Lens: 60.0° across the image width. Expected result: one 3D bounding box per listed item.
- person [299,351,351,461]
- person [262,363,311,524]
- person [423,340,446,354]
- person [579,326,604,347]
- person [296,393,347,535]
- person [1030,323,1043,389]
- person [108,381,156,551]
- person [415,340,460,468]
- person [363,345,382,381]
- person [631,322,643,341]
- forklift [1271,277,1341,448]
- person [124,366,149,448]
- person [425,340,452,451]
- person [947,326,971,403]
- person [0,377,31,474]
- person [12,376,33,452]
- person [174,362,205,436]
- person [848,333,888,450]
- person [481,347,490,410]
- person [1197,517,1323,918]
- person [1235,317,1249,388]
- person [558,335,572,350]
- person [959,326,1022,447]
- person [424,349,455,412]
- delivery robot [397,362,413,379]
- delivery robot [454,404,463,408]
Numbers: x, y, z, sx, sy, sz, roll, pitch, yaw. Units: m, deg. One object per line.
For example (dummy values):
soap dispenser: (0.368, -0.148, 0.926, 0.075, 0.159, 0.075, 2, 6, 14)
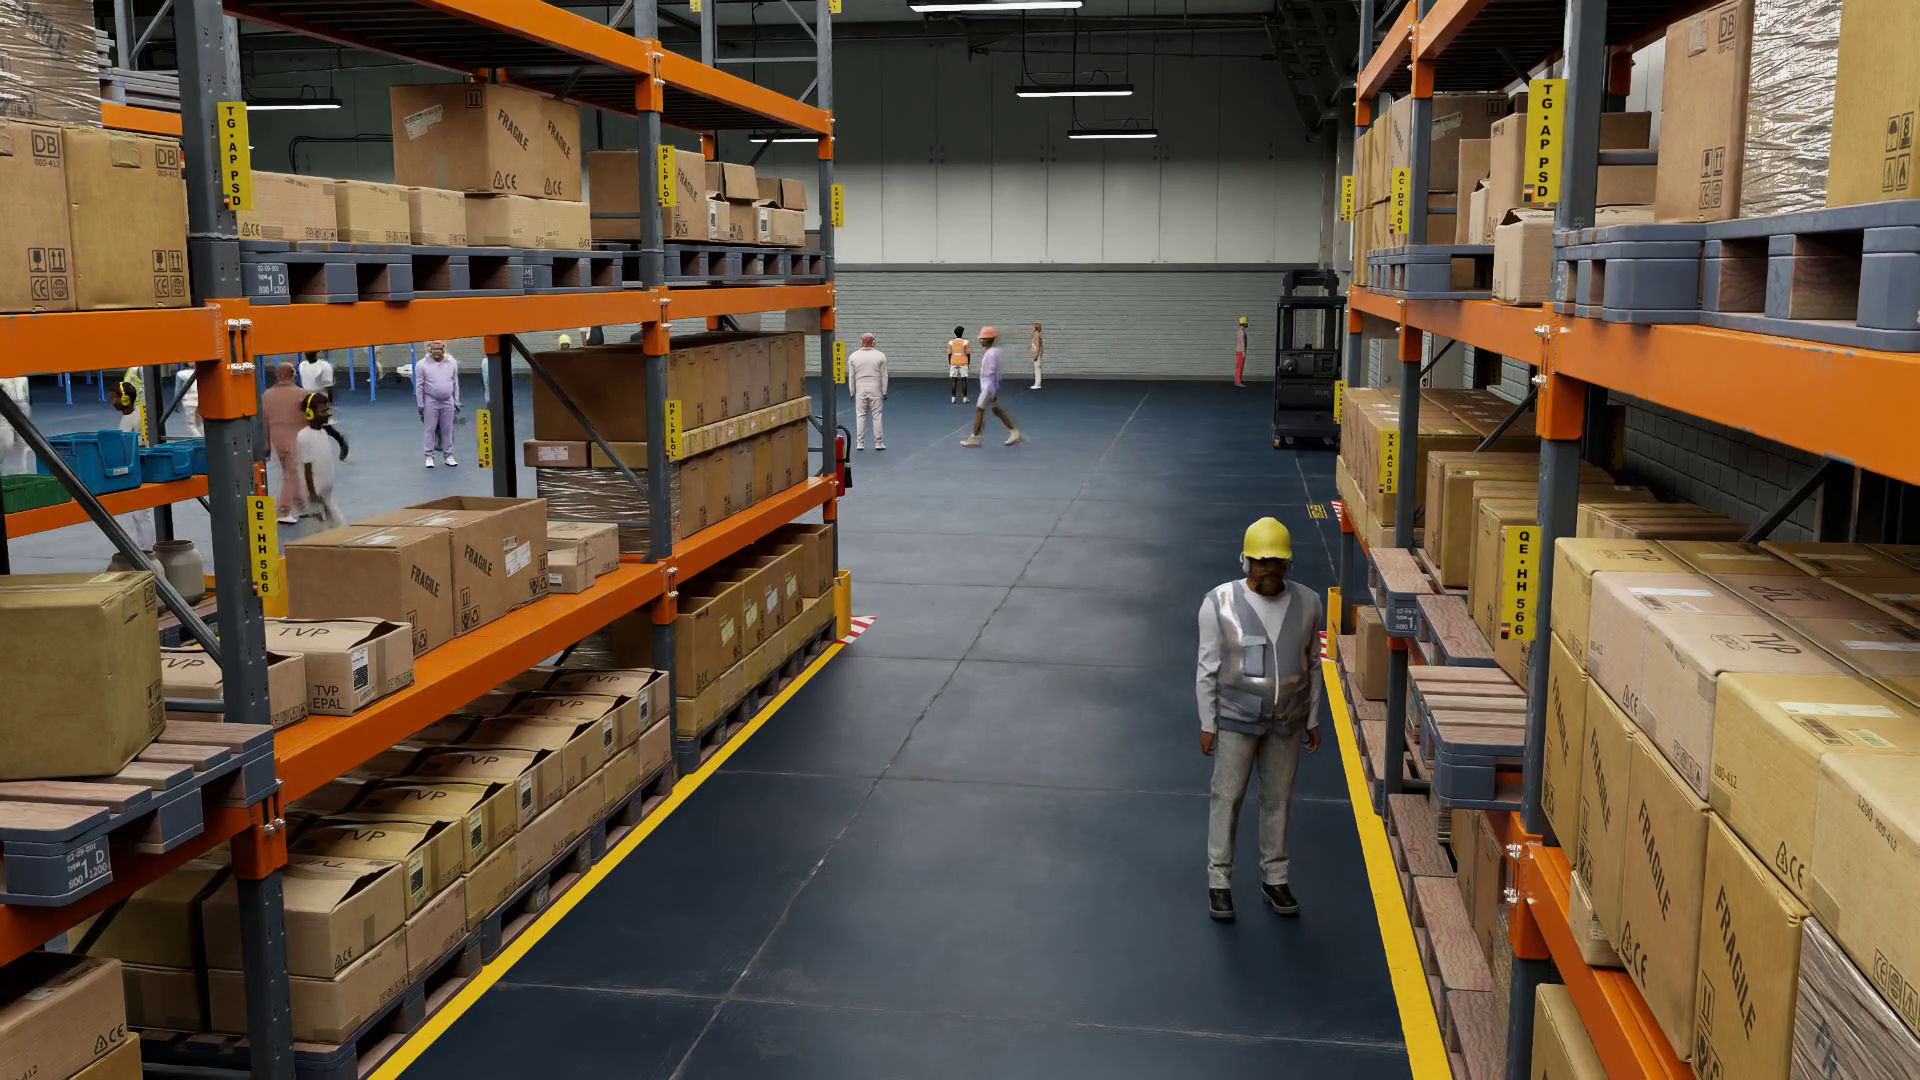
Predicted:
person: (-9.589, -2.081, 24.991, 0.614, 1.941, 0.840, 4, 10, 21)
person: (-7.777, -1.132, 19.390, 0.643, 1.854, 1.010, 2, 9, 13)
person: (-13.390, -4.898, 42.441, 0.523, 1.907, 0.640, 2, 10, 14)
person: (-9.456, -5.034, 42.994, 0.538, 2.000, 0.688, 5, 11, 30)
person: (-5.629, -0.371, 14.677, 0.389, 1.856, 0.521, 1, 9, 8)
person: (1.900, -4.558, 41.162, 0.309, 1.641, 0.514, 0, 9, 1)
person: (-7.986, -0.599, 16.059, 0.326, 1.865, 0.518, -7, 12, -38)
person: (-7.784, -2.046, 24.857, 0.648, 1.904, 0.401, -7, 11, -35)
person: (-15.529, -5.011, 43.986, 0.310, 1.632, 0.521, 4, 10, 22)
person: (-6.573, -3.681, 34.800, 0.622, 1.969, 0.640, -2, 10, -14)
forklift: (5.847, -3.016, 27.970, 1.129, 2.768, 1.873, 1, 9, 9)
person: (-12.471, -2.083, 25.296, 0.429, 1.838, 0.621, -7, 12, -37)
person: (-8.479, -2.396, 26.958, 0.580, 1.921, 0.449, 4, 10, 23)
person: (-0.013, -3.882, 36.821, 0.535, 1.697, 0.318, 2, 9, 10)
person: (-12.896, -1.684, 22.527, 0.551, 1.932, 0.624, 4, 10, 25)
person: (-15.275, -2.334, 26.884, 0.613, 1.821, 0.445, 7, 11, 36)
person: (-12.022, -2.116, 26.162, 0.532, 1.621, 0.555, 6, 11, 31)
person: (-1.491, -2.420, 27.150, 0.639, 1.910, 0.407, 0, 9, 3)
person: (-8.331, -2.700, 29.565, 0.547, 1.680, 0.373, 8, 12, 41)
person: (1.365, 0.799, 7.528, 0.592, 1.833, 0.404, -1, 9, -9)
person: (7.095, -4.718, 41.761, 0.322, 1.767, 0.533, 0, 9, -2)
person: (-6.933, -2.731, 29.464, 0.608, 1.778, 0.945, -1, 9, -5)
person: (0.541, -2.549, 27.651, 1.026, 2.006, 0.615, 0, 9, 2)
person: (-10.202, -3.203, 32.560, 0.518, 1.732, 0.862, 4, 10, 25)
delivery robot: (-14.380, -4.412, 43.440, 0.707, 0.478, 0.477, 7, 12, 38)
delivery robot: (-9.825, -2.630, 31.649, 0.335, 0.223, 0.698, 9, 13, 44)
